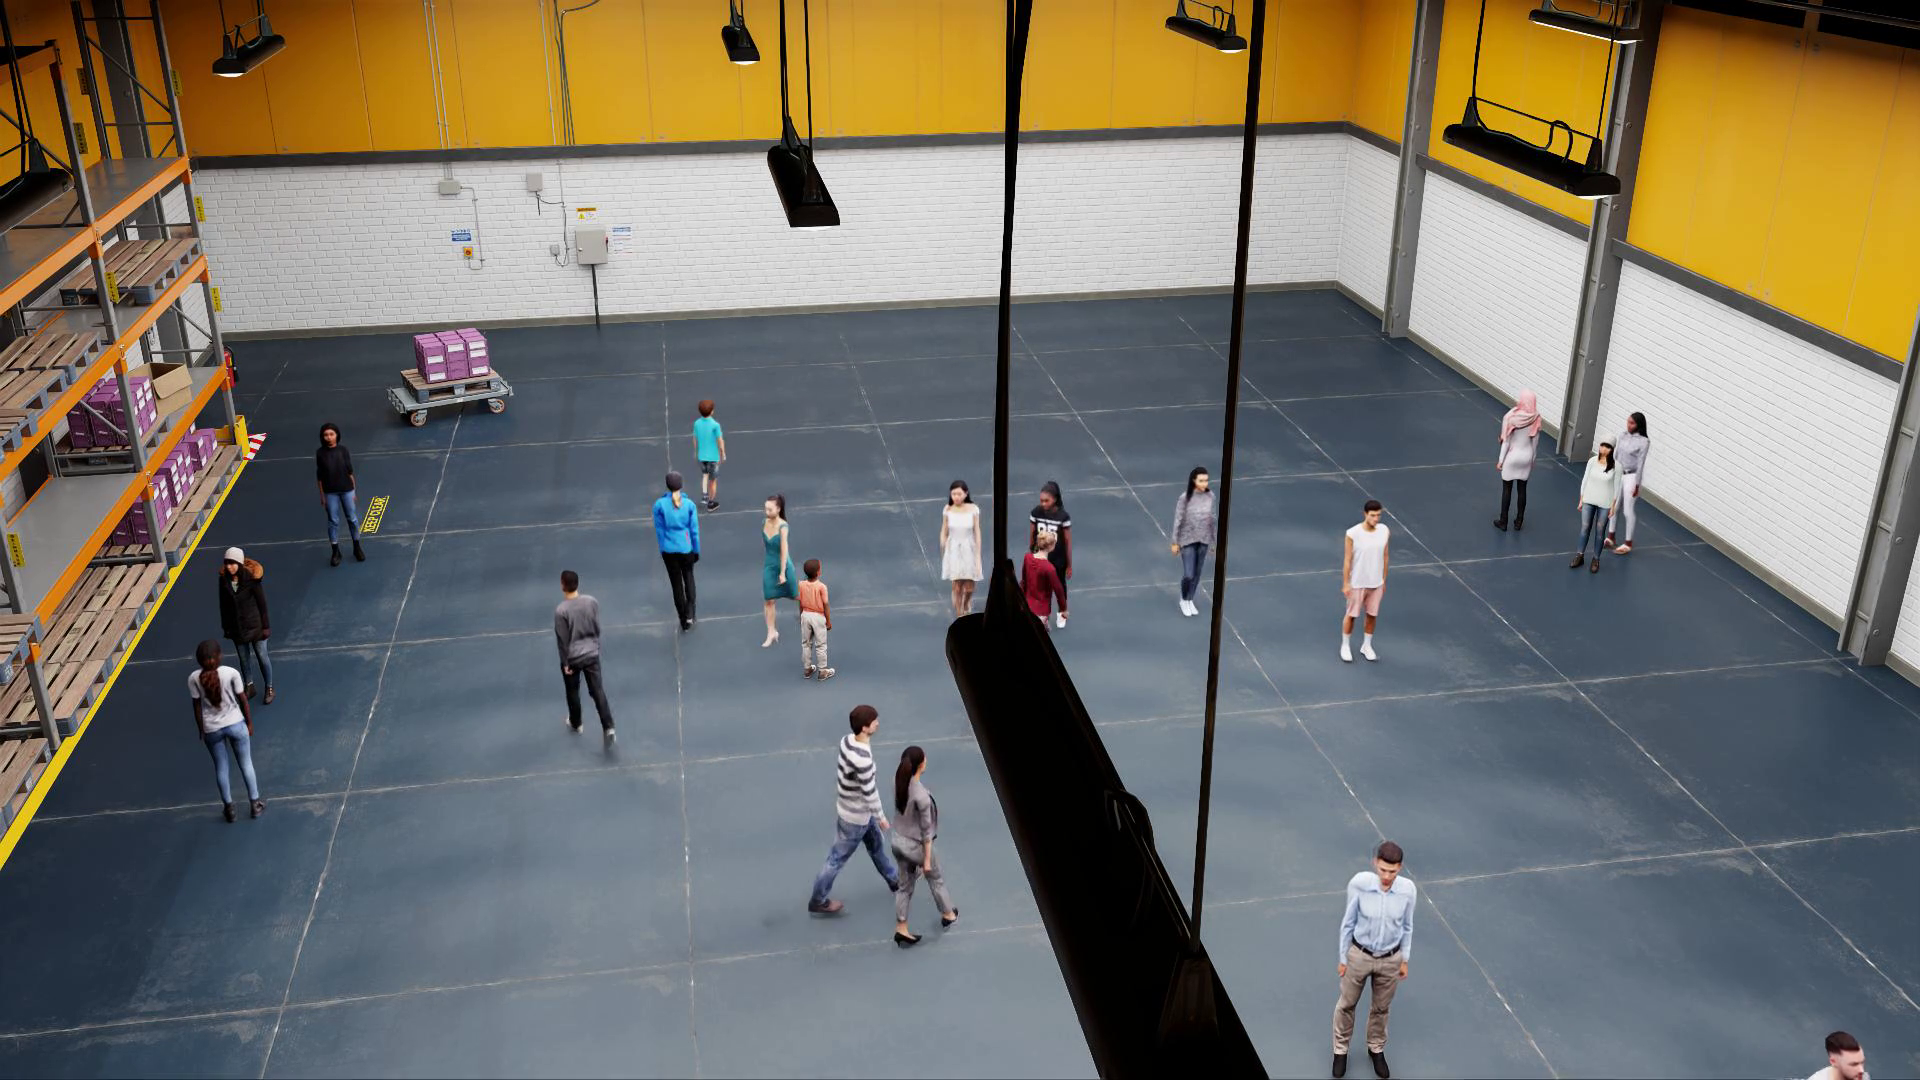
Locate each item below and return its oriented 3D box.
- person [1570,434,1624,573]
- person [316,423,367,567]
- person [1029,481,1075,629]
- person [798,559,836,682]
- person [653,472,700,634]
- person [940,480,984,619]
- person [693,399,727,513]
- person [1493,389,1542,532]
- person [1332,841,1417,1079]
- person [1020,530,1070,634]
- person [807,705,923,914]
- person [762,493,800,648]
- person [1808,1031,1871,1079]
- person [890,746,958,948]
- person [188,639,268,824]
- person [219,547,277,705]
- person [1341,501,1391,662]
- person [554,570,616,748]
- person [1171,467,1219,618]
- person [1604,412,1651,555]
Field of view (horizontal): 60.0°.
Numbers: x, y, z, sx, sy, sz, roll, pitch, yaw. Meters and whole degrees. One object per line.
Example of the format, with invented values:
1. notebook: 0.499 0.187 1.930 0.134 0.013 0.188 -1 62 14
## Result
1. person: 7.374 -0.440 19.225 0.640 1.645 0.697 15 28 31
2. person: -7.260 -0.555 19.417 0.615 1.702 0.608 -10 26 -22
3. person: 0.998 0.174 17.739 1.034 1.711 1.174 7 25 16
4. person: -1.480 0.793 16.822 0.565 1.310 0.596 9 25 20
5. person: -3.002 0.160 17.677 0.605 1.785 0.637 -4 24 -9
6. person: 0.023 0.167 17.689 0.758 1.763 0.871 3 24 7
7. person: -3.189 -1.048 20.875 0.627 1.438 0.677 10 26 22
8. person: 6.797 -0.978 20.263 0.660 1.799 0.629 -1 24 -2
9. person: 2.847 2.855 11.438 0.705 1.844 0.686 2 24 5
10. person: 0.705 0.706 16.554 0.865 1.685 0.830 -16 28 -33
11. person: -0.913 2.170 13.073 0.757 1.790 1.139 -6 24 -14
12. person: -1.845 0.295 17.535 1.004 1.652 1.039 16 28 33
13. person: 5.004 3.601 9.768 0.887 1.816 1.123 -11 26 -24
14. person: -0.429 2.396 12.741 0.954 1.642 0.932 -18 29 -35
15. person: -6.361 1.635 14.387 0.615 1.719 0.553 -8 25 -17
16. person: -7.006 0.829 16.334 0.673 1.634 0.665 0 24 0
17. person: 4.177 0.400 17.130 0.623 1.784 0.564 -3 24 -7
18. person: -3.501 1.120 15.539 0.896 1.738 1.152 -15 28 -31
19. person: 2.529 -0.021 18.169 0.678 1.724 0.638 -7 25 -16
20. person: 7.917 -0.700 19.716 0.720 1.727 0.567 -11 26 -23
